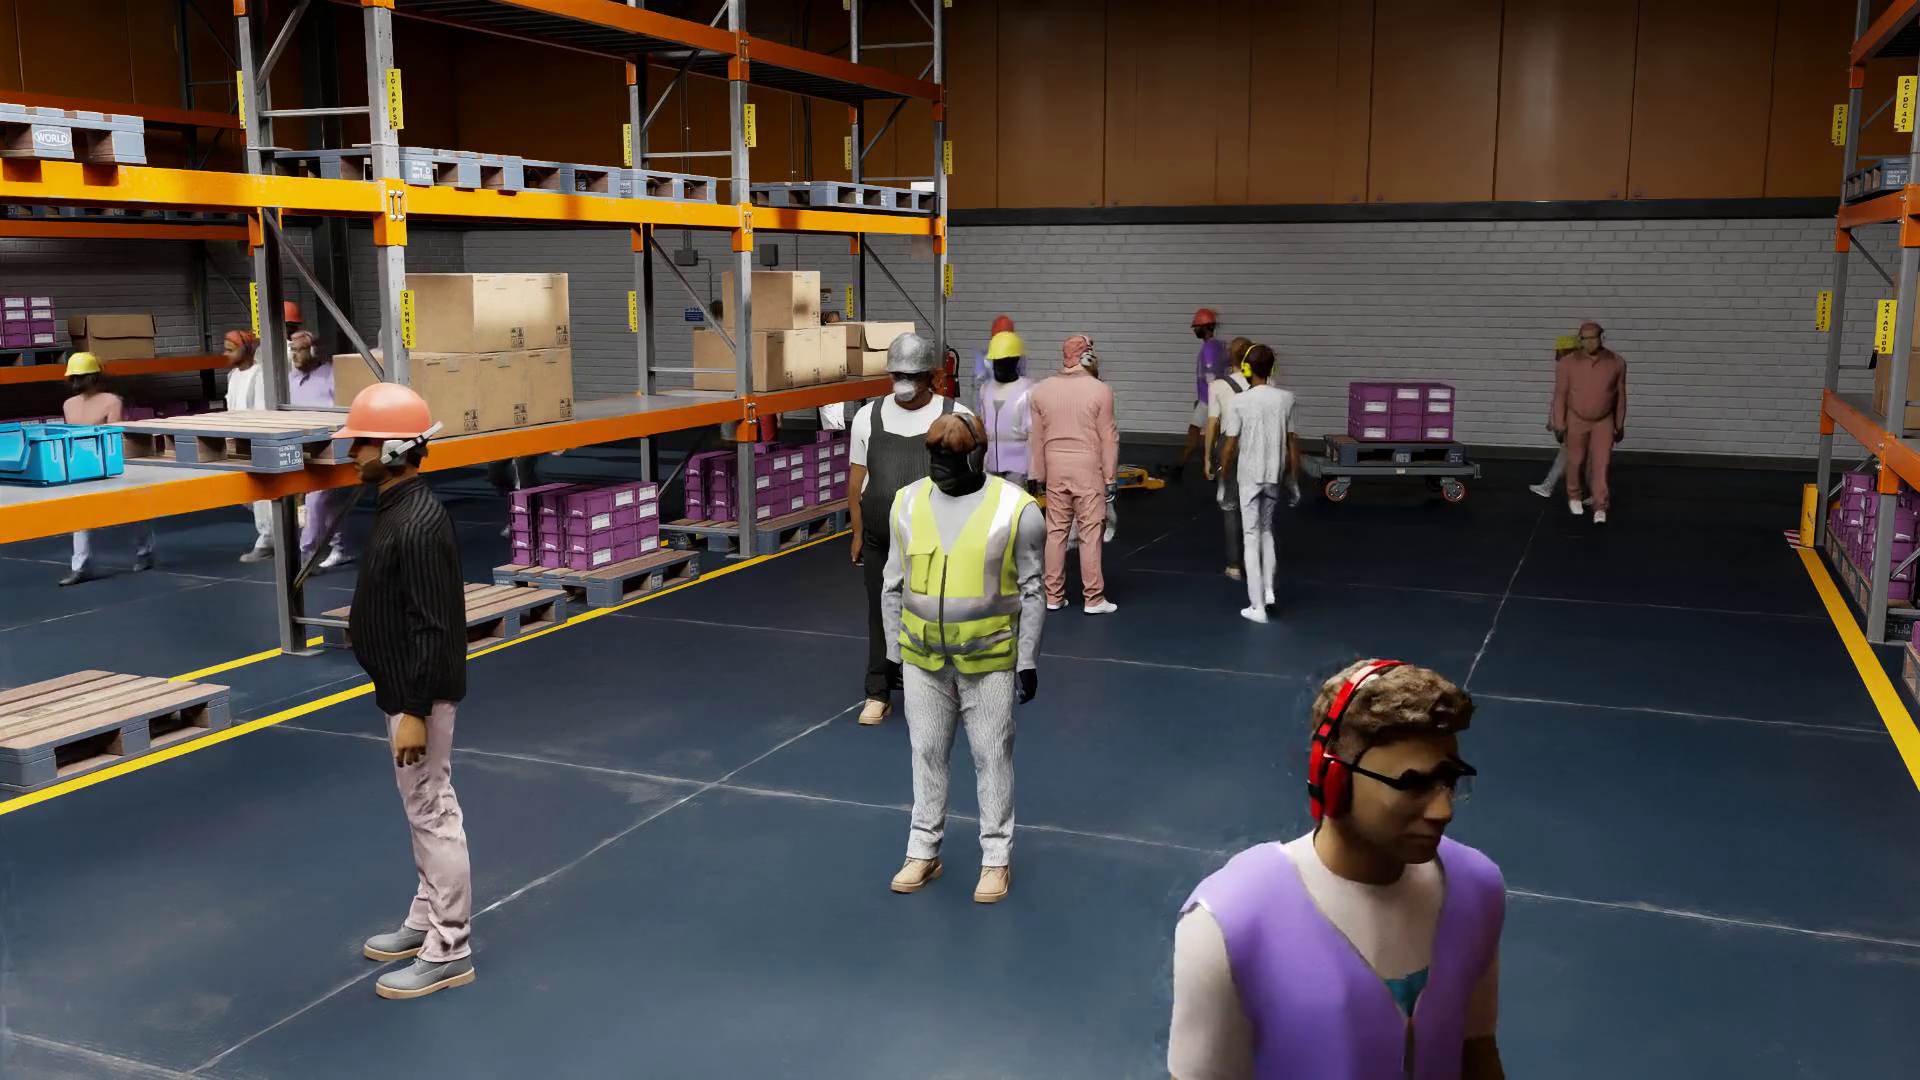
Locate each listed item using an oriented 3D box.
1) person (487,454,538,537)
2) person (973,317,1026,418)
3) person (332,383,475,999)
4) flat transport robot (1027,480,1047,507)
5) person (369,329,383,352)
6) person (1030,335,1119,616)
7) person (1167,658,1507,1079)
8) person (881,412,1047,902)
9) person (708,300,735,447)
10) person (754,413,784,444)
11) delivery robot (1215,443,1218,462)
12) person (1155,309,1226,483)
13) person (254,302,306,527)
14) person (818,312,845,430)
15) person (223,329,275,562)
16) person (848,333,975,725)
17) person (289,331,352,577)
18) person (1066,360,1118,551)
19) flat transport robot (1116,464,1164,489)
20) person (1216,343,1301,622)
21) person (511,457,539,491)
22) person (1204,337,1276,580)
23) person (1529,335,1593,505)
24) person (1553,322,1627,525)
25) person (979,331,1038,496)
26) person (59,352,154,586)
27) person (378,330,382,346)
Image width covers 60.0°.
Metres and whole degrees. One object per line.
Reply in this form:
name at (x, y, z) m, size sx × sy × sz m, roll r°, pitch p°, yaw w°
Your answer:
person at (-3.806, -0.929, 14.306) m, size 0.594 × 1.905 × 0.459 m, roll 6°, pitch 11°, yaw 34°
person at (0.384, -1.284, 16.553) m, size 0.561 × 1.883 × 1.027 m, roll -2°, pitch 9°, yaw -9°
person at (-1.803, 0.484, 5.440) m, size 0.378 × 1.996 × 0.611 m, roll -4°, pitch 10°, yaw -22°
flat transport robot at (0.596, -0.517, 16.727) m, size 0.652 × 0.197 × 1.431 m, roll -6°, pitch 11°, yaw -30°
person at (-5.384, -1.162, 15.827) m, size 0.642 × 1.866 × 0.945 m, roll 0°, pitch 9°, yaw -2°
person at (0.803, -0.438, 11.324) m, size 0.638 × 1.902 × 0.406 m, roll 6°, pitch 11°, yaw 31°
person at (0.577, 1.068, 2.399) m, size 0.604 × 1.826 × 0.546 m, roll -6°, pitch 11°, yaw -31°
person at (-0.002, 0.437, 6.211) m, size 0.633 × 1.837 × 0.429 m, roll 3°, pitch 10°, yaw 19°
person at (-3.177, -2.174, 21.766) m, size 0.544 × 1.921 × 0.660 m, roll 3°, pitch 10°, yaw 17°
person at (-2.001, -1.304, 16.974) m, size 0.528 × 1.767 × 0.329 m, roll 7°, pitch 12°, yaw 36°
delivery robot at (3.163, -0.959, 18.260) m, size 0.707 × 0.478 × 0.477 m, roll 0°, pitch 9°, yaw 0°
person at (2.633, -1.566, 18.180) m, size 0.955 × 1.884 × 0.566 m, roll 4°, pitch 10°, yaw 21°
person at (-6.100, -1.140, 15.144) m, size 0.610 × 2.043 × 0.397 m, roll 4°, pitch 10°, yaw 24°
person at (-1.506, -1.707, 19.187) m, size 0.429 × 1.842 × 0.633 m, roll 3°, pitch 10°, yaw 15°
person at (-5.639, -0.763, 13.402) m, size 0.602 × 1.871 × 0.492 m, roll 6°, pitch 11°, yaw 34°
person at (-0.247, -0.044, 8.509) m, size 0.688 × 2.000 × 0.536 m, roll 1°, pitch 9°, yaw 7°
person at (-5.017, -0.654, 12.760) m, size 0.670 × 1.859 × 0.950 m, roll 4°, pitch 10°, yaw 25°
person at (1.089, -0.731, 13.966) m, size 0.521 × 1.609 × 0.775 m, roll 6°, pitch 11°, yaw 32°
flat transport robot at (1.371, -0.640, 17.469) m, size 1.431 × 0.197 × 0.652 m, roll -5°, pitch 11°, yaw -27°
person at (1.989, -0.384, 11.143) m, size 0.563 × 1.850 × 0.513 m, roll -2°, pitch 10°, yaw -14°
person at (-4.496, -1.319, 17.009) m, size 0.616 × 1.800 × 0.721 m, roll 4°, pitch 10°, yaw 25°
person at (2.114, -0.622, 12.631) m, size 0.539 × 1.832 × 0.483 m, roll -1°, pitch 9°, yaw -3°
person at (6.092, -1.204, 16.616) m, size 0.475 × 1.668 × 0.959 m, roll -8°, pitch 12°, yaw -39°
person at (5.871, -1.101, 15.522) m, size 0.648 × 1.854 × 1.011 m, roll 2°, pitch 10°, yaw 14°
person at (0.370, -0.536, 11.889) m, size 0.594 × 1.907 × 0.516 m, roll 8°, pitch 12°, yaw 41°
person at (-6.497, -0.564, 12.601) m, size 0.533 × 1.729 × 0.868 m, roll 1°, pitch 9°, yaw 8°
person at (-7.224, -2.124, 21.585) m, size 0.585 × 1.882 × 0.337 m, roll -2°, pitch 10°, yaw -11°
